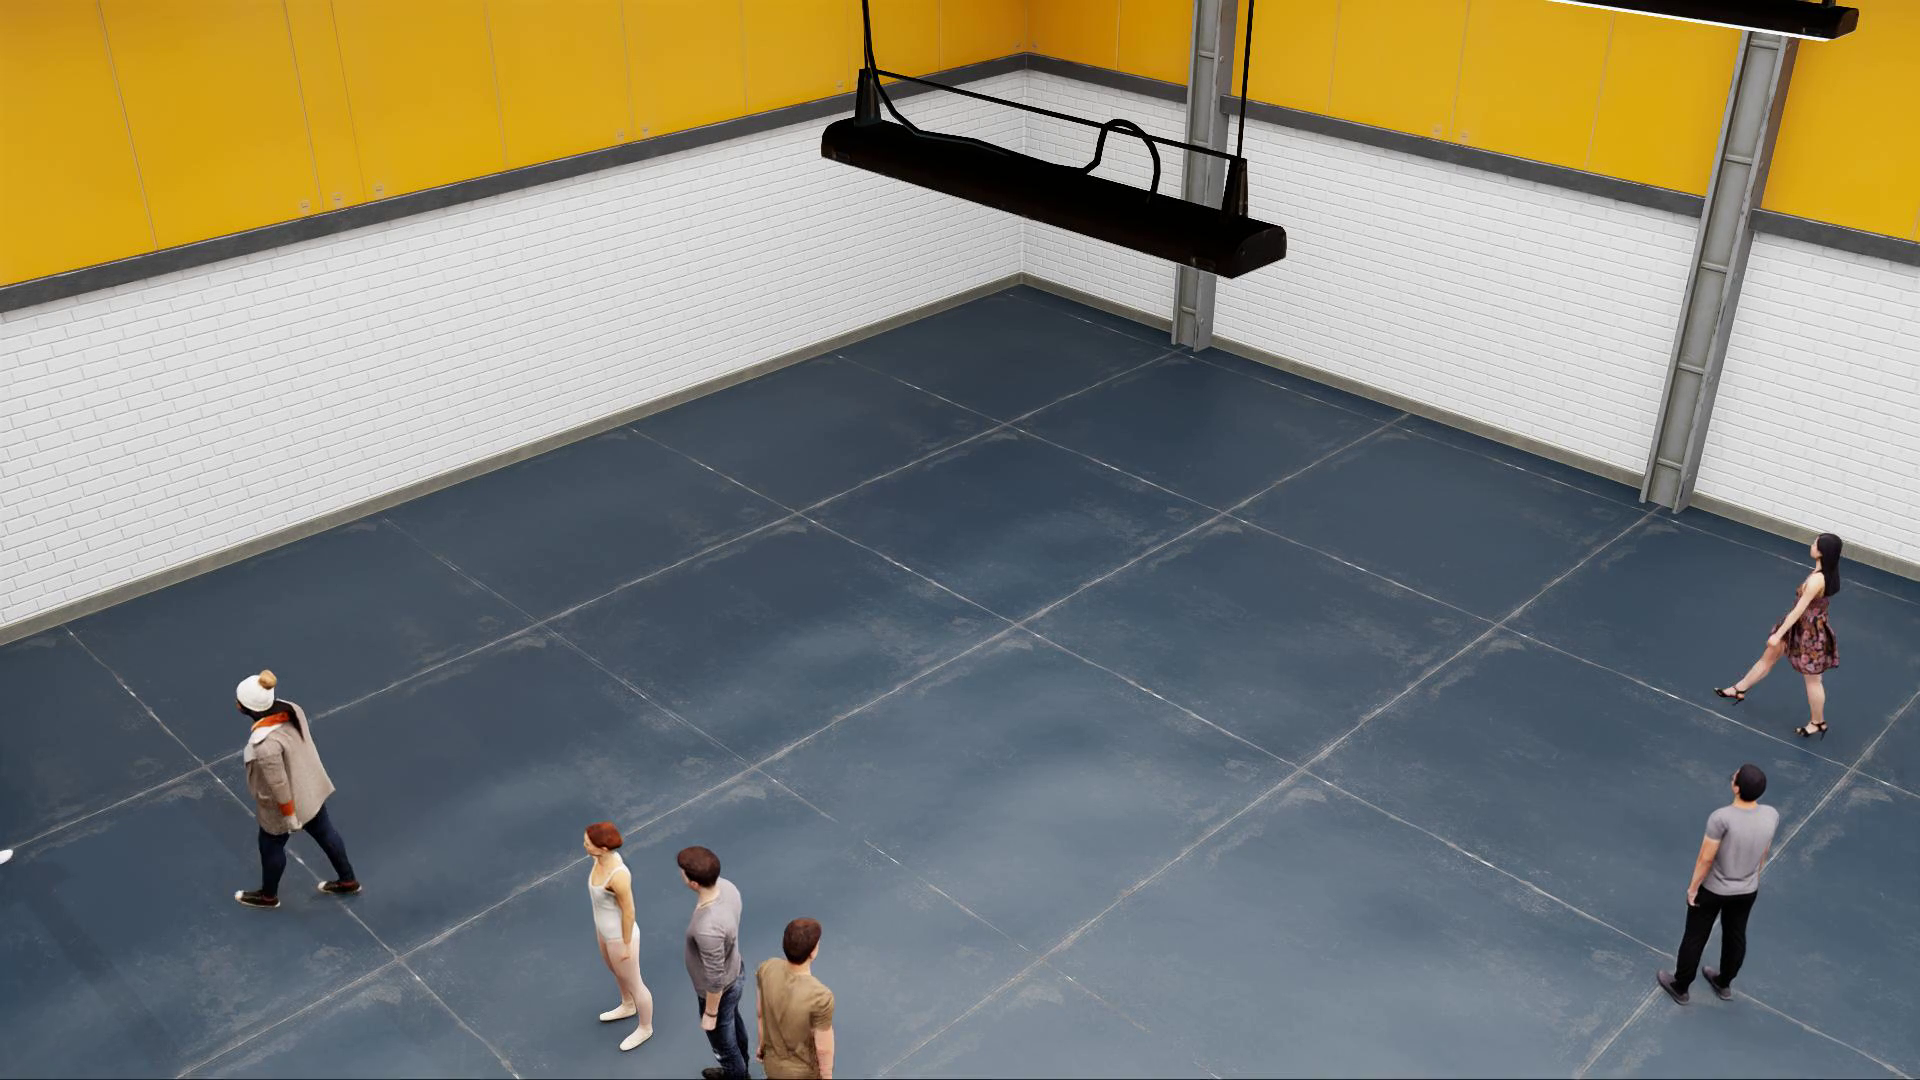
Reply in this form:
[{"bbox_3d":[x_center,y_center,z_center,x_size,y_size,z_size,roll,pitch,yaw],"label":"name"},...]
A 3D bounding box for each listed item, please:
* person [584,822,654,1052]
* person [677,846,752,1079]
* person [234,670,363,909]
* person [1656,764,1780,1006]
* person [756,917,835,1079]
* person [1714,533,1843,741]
[{"bbox_3d":[-2.060,2.348,10.013,0.648,1.642,0.464,-18,33,-30],"label":"person"},{"bbox_3d":[-1.359,2.512,9.443,0.826,1.902,0.769,0,29,1],"label":"person"},{"bbox_3d":[-4.351,1.659,11.049,1.133,1.860,1.047,3,29,5],"label":"person"},{"bbox_3d":[4.748,2.131,10.297,0.696,1.752,0.731,-3,29,-6],"label":"person"},{"bbox_3d":[-0.940,2.862,8.883,1.046,1.823,0.862,18,33,29],"label":"person"},{"bbox_3d":[6.581,0.793,12.774,1.110,1.730,0.667,21,35,34],"label":"person"}]
